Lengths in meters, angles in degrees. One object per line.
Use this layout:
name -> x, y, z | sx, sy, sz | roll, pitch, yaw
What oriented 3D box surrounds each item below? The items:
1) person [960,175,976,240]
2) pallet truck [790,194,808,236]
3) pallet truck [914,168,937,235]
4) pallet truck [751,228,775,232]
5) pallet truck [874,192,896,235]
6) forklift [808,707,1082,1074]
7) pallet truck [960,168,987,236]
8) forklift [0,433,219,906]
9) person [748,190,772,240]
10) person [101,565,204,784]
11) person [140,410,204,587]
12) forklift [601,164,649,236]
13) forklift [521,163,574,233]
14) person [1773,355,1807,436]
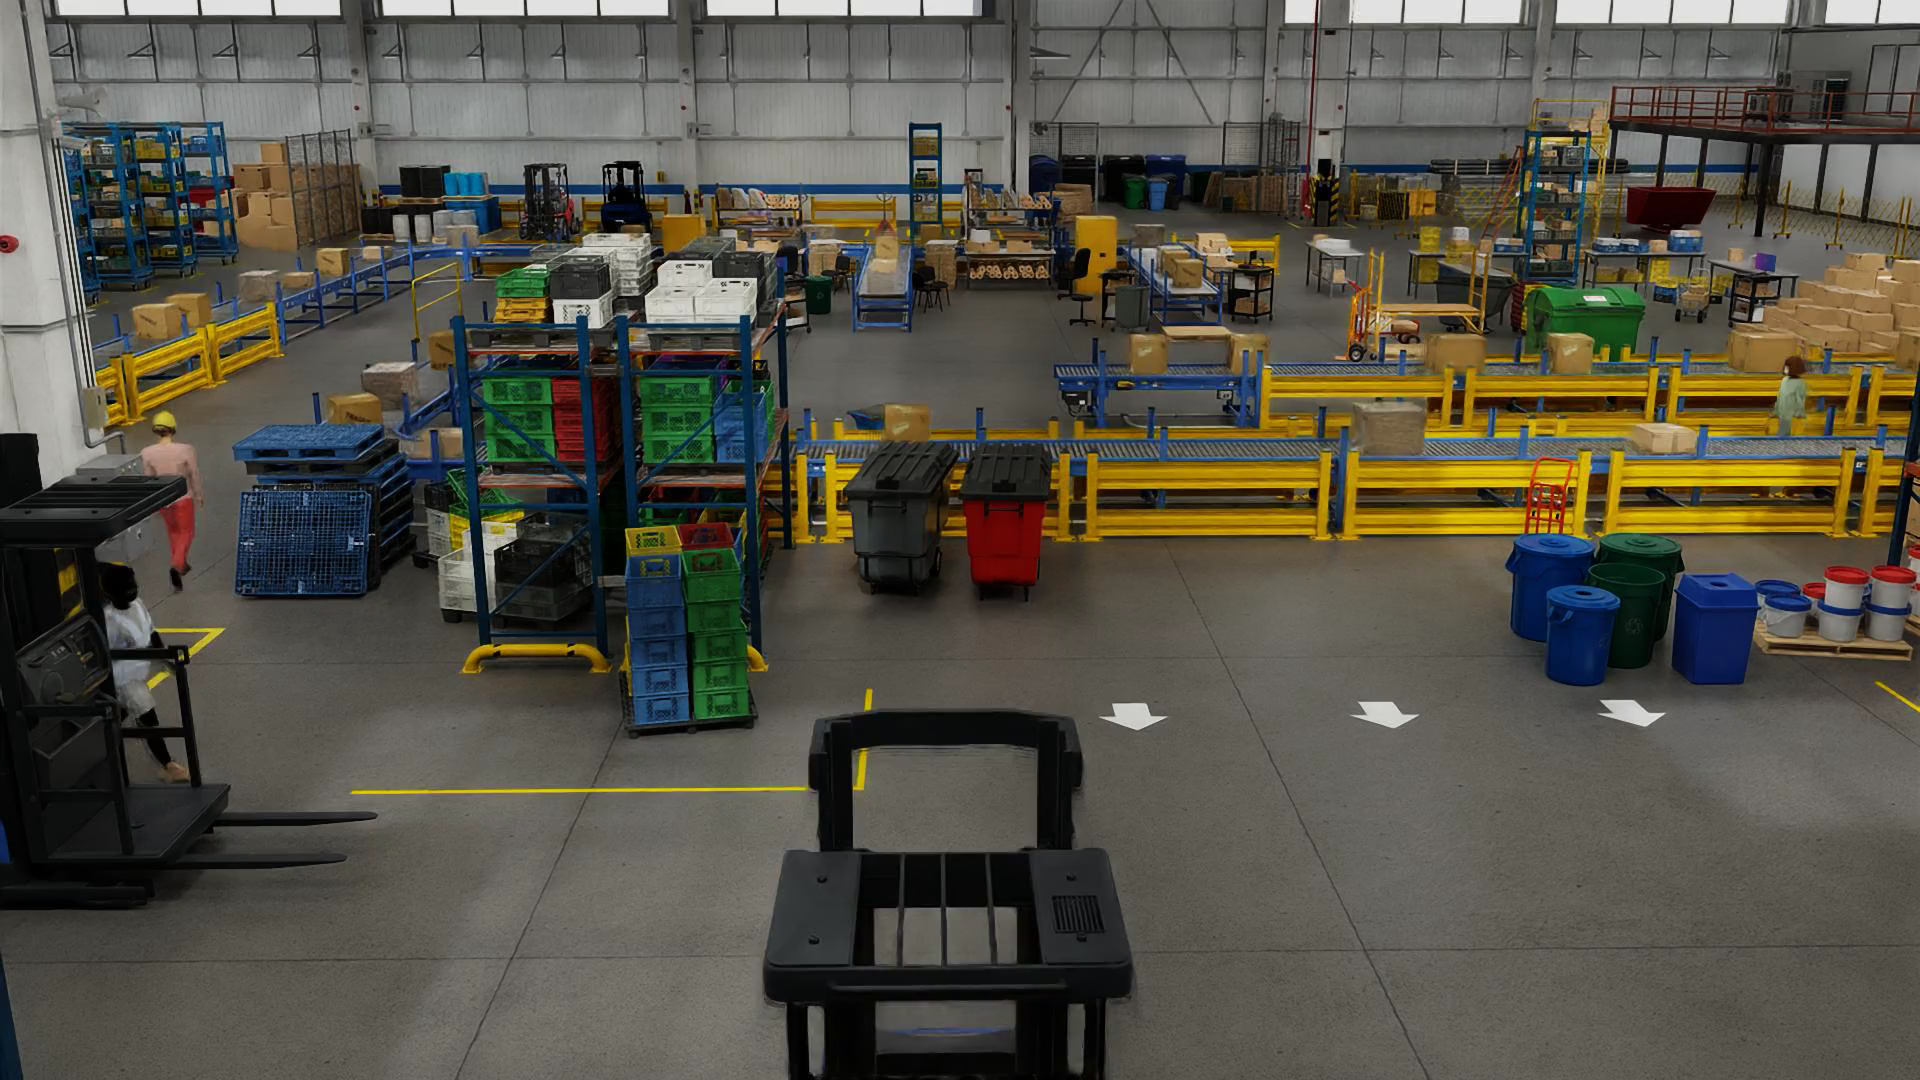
person -> 0.243, -9.611, 48.227 | 0.399, 1.903, 0.642 | -10, 19, -32
pallet truck -> -4.814, -9.883, 50.259 | 0.704, 1.261, 1.522 | -1, 16, -3
pallet truck -> -0.989, -10.316, 50.507 | 0.823, 1.965, 1.885 | 1, 16, 3
pallet truck -> -6.051, -9.967, 50.660 | 0.680, 1.201, 1.601 | 0, 16, -1
pallet truck -> -2.277, -9.986, 50.594 | 0.653, 1.274, 1.630 | 0, 16, -1
forklift -> -0.052, 1.995, 6.142 | 1.129, 2.768, 1.873 | 0, 16, -1
pallet truck -> 0.383, -10.230, 50.206 | 0.823, 1.965, 1.885 | -1, 16, -3
forklift -> -5.952, 0.780, 10.366 | 1.873, 2.768, 1.129 | 0, 16, -1
person -> -4.898, -7.541, 40.780 | 0.606, 2.044, 0.374 | -1, 16, -5
person -> -5.986, 0.960, 11.938 | 0.898, 1.649, 0.528 | -1, 16, -2
person -> -7.849, -0.416, 16.557 | 0.520, 1.740, 0.789 | -1, 16, -4
forklift -> -9.948, -10.127, 49.296 | 1.157, 1.987, 2.680 | -1, 16, -3
forklift -> -12.233, -10.122, 49.298 | 1.157, 1.987, 2.680 | 0, 16, -1
person -> 10.283, -1.493, 20.547 | 0.817, 1.601, 0.509 | 0, 16, 0
